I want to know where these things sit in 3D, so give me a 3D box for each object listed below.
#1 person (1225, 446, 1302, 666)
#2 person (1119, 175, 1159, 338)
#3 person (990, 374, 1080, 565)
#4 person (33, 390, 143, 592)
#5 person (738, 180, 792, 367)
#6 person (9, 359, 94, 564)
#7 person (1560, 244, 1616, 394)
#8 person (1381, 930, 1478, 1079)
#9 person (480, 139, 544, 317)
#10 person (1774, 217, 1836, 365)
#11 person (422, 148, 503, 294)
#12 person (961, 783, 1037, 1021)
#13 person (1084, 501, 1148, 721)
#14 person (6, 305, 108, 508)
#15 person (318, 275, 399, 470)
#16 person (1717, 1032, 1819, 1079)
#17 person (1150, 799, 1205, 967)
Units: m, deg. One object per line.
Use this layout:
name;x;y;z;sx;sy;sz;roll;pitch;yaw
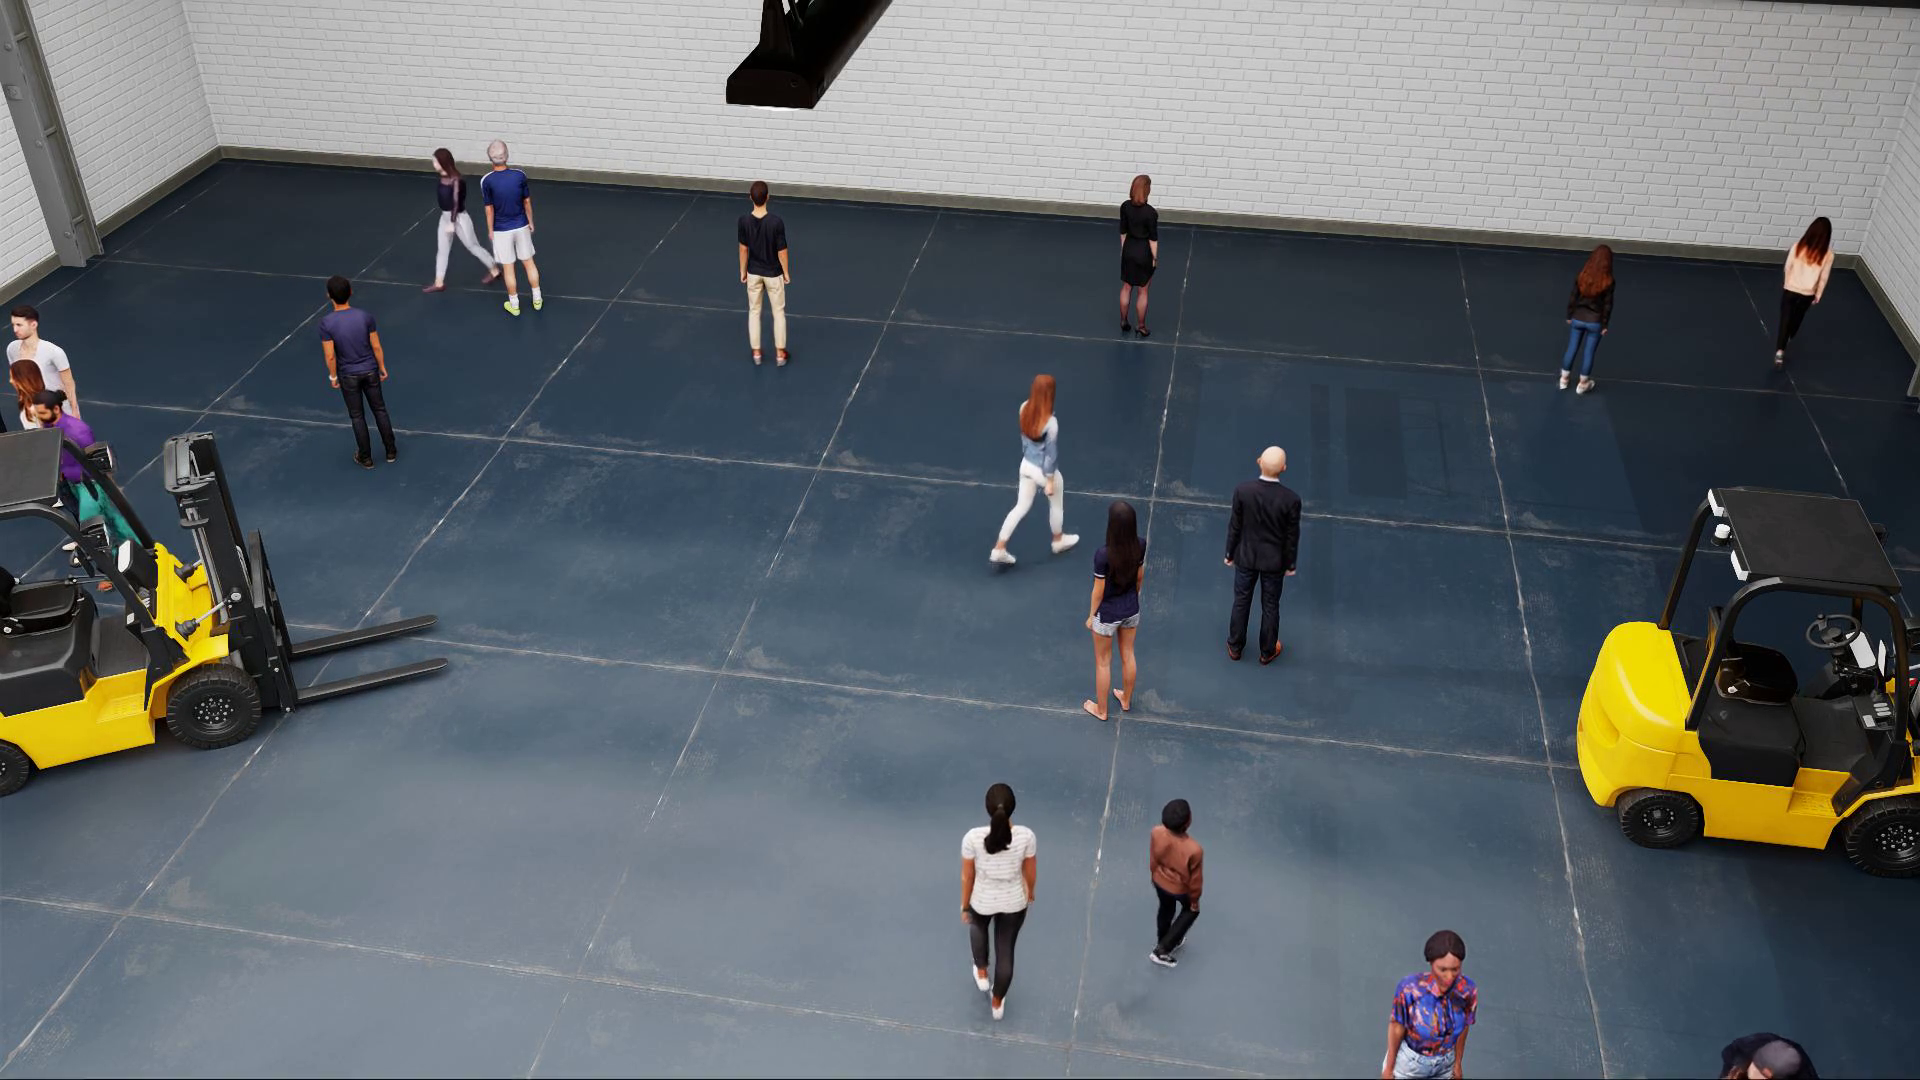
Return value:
person;2.199;0.117;12.148;0.708;1.799;0.629;11;35;16
person;1.783;-2.848;16.692;0.656;1.706;0.651;24;40;31
person;0.553;-0.517;13.216;1.149;1.672;1.073;-23;40;-30
person;-6.767;-0.470;13.090;0.831;1.733;0.900;24;40;31
person;-1.894;-2.589;16.172;0.637;1.852;0.555;4;34;6
person;-7.219;-0.634;13.290;0.732;1.785;0.678;-22;40;-30
person;5.960;-2.096;15.763;0.642;1.483;0.658;22;39;29
person;2.328;2.635;8.412;0.642;1.741;0.606;-3;34;-5
person;-4.634;-3.224;17.140;0.706;1.836;0.755;-19;38;-27
person;8.196;-2.399;16.251;0.698;1.448;1.071;14;36;20
person;-5.257;-3.363;17.599;1.133;1.561;1.017;-24;40;-31
person;0.211;2.080;9.346;0.616;1.632;0.674;1;34;2
person;1.088;0.499;11.603;0.661;1.766;0.698;-16;37;-23
person;-7.601;-1.114;13.949;0.667;1.855;0.546;6;34;9
person;-5.262;-1.465;14.534;0.708;1.793;0.753;-19;38;-26
person;3.880;2.920;8.086;0.900;1.627;0.857;-5;34;-7
person;1.225;2.039;9.751;0.659;1.251;0.718;26;42;33
